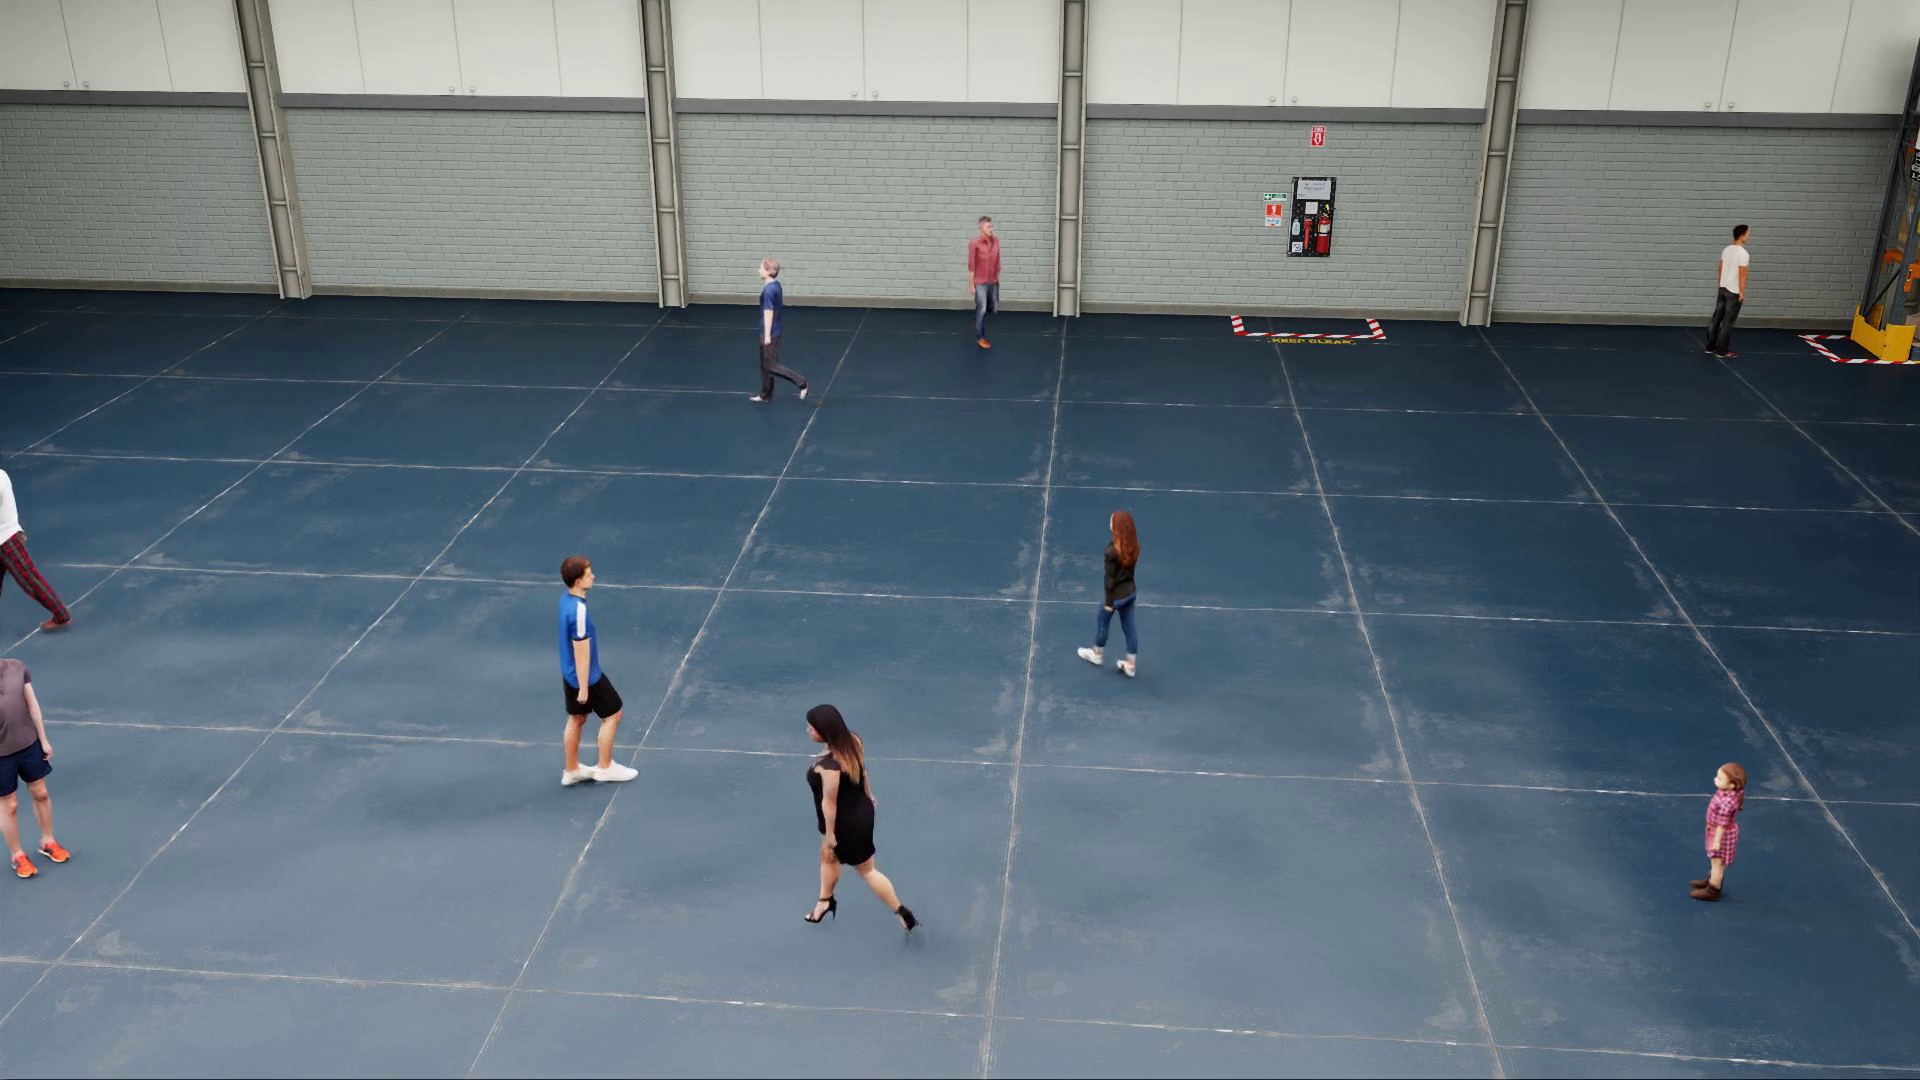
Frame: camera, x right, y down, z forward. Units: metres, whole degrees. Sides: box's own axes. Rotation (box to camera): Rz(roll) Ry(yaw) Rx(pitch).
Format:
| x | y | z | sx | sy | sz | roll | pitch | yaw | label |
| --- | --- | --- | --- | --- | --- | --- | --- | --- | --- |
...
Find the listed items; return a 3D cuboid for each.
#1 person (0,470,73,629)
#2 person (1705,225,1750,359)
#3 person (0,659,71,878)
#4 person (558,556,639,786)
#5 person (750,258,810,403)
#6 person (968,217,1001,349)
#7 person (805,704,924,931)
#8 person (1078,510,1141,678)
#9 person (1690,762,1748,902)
| x | y | z | sx | sy | sz | roll | pitch | yaw | label |
| --- | --- | --- | --- | --- | --- | --- | --- | --- | --- |
| -8.326 | 0.018 | 14.672 | 1.231 | 1.783 | 0.974 | -7 | 24 | -17 | person |
| 10.502 | -3.402 | 22.693 | 0.662 | 1.799 | 0.711 | -6 | 24 | -13 | person |
| -6.452 | 1.412 | 11.307 | 0.710 | 1.851 | 0.714 | 15 | 27 | 31 | person |
| -2.881 | 0.996 | 12.293 | 0.918 | 1.845 | 0.847 | -13 | 26 | -28 | person |
| -2.265 | -2.564 | 20.657 | 1.013 | 1.850 | 0.709 | 1 | 23 | 1 | person |
| 0.287 | -3.612 | 23.163 | 0.989 | 1.818 | 1.031 | -15 | 27 | -31 | person |
| -0.631 | 1.818 | 10.590 | 1.061 | 1.665 | 0.744 | 7 | 24 | 15 | person |
| 1.398 | 0.473 | 14.012 | 0.837 | 1.462 | 0.903 | -19 | 30 | -38 | person |
| 5.095 | 1.945 | 11.112 | 0.514 | 1.022 | 0.481 | 11 | 26 | 25 | person |
